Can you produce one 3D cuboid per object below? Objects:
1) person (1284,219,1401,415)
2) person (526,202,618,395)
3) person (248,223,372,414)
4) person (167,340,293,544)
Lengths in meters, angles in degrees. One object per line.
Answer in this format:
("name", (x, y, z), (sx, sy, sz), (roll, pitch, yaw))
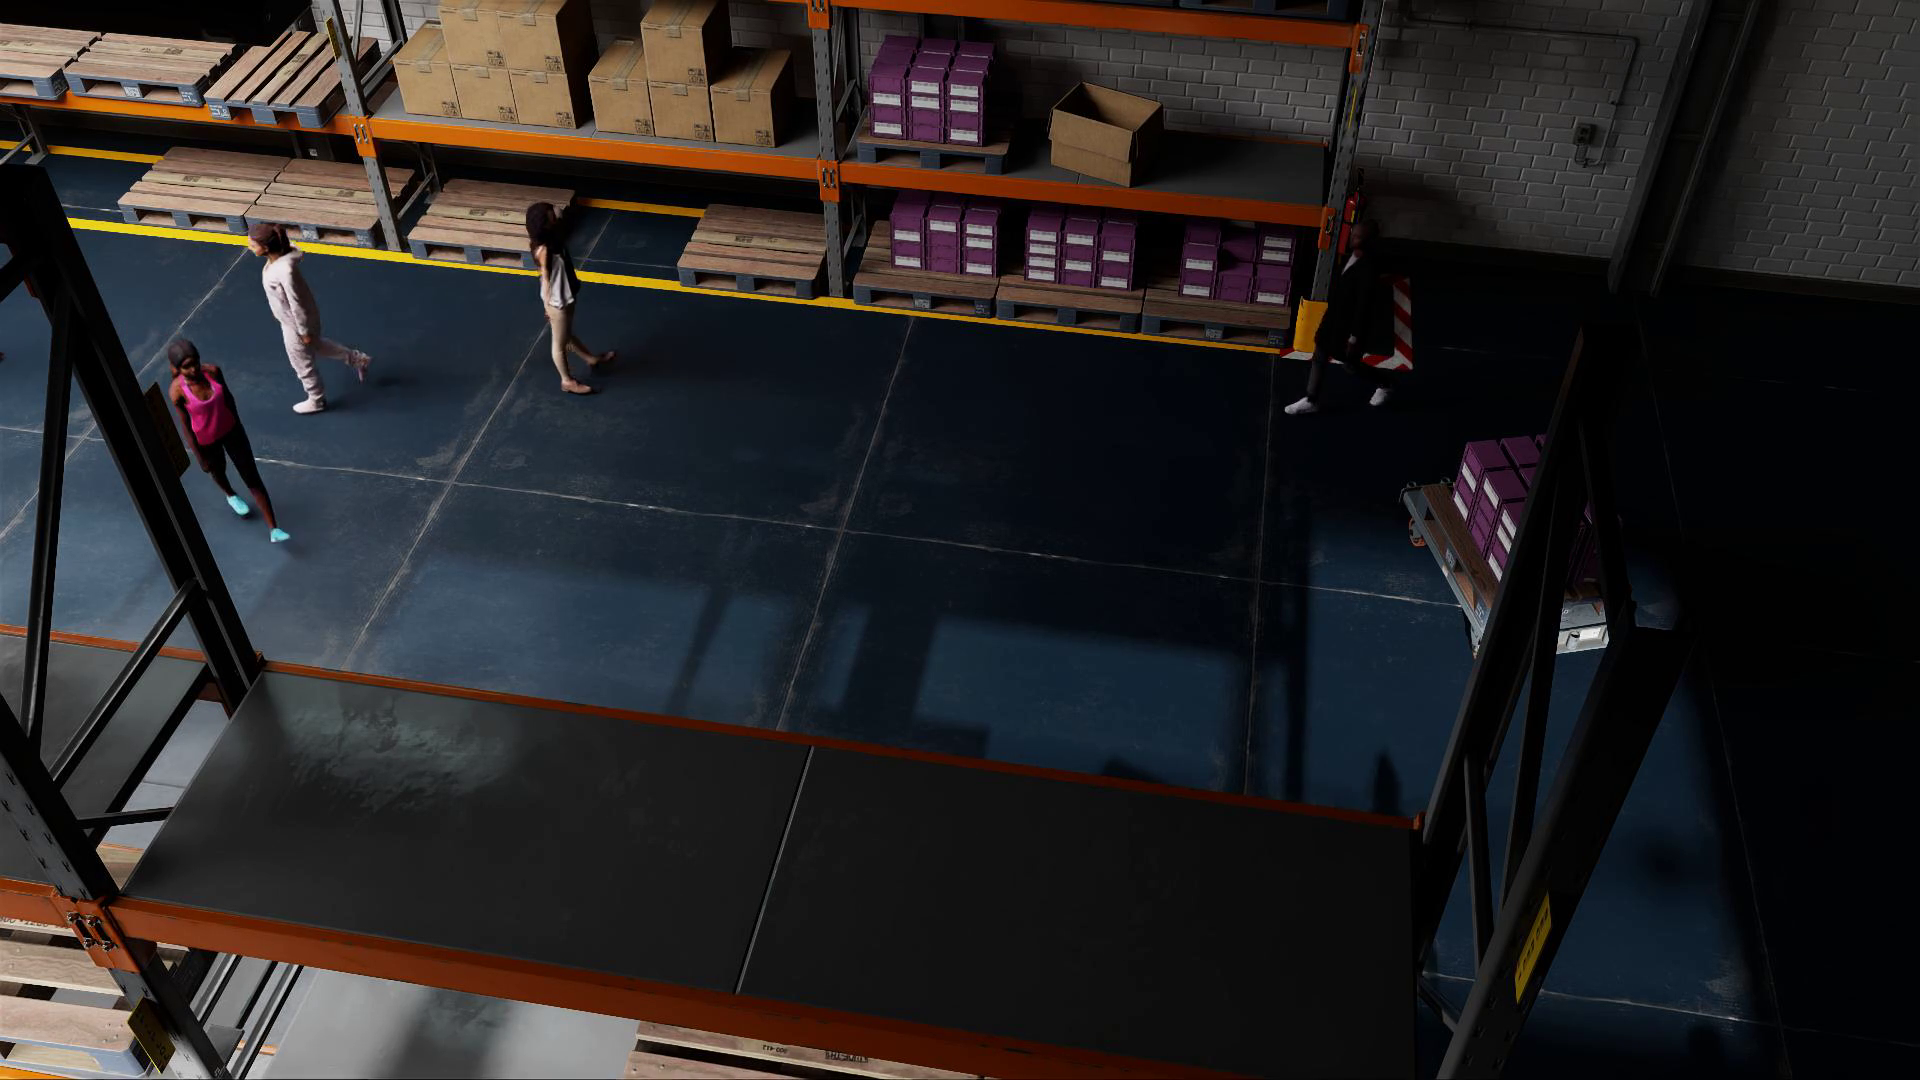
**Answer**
("person", (2.991, -1.638, 12.463), (1.203, 1.736, 0.933), (-8, 44, -9))
("person", (-3.079, -1.873, 12.770), (0.734, 1.653, 0.606), (3, 44, 4))
("person", (-4.918, -1.710, 12.584), (1.026, 1.675, 0.913), (-17, 46, -17))
("person", (-5.210, -0.755, 11.585), (1.014, 1.669, 1.155), (-34, 53, -30))
